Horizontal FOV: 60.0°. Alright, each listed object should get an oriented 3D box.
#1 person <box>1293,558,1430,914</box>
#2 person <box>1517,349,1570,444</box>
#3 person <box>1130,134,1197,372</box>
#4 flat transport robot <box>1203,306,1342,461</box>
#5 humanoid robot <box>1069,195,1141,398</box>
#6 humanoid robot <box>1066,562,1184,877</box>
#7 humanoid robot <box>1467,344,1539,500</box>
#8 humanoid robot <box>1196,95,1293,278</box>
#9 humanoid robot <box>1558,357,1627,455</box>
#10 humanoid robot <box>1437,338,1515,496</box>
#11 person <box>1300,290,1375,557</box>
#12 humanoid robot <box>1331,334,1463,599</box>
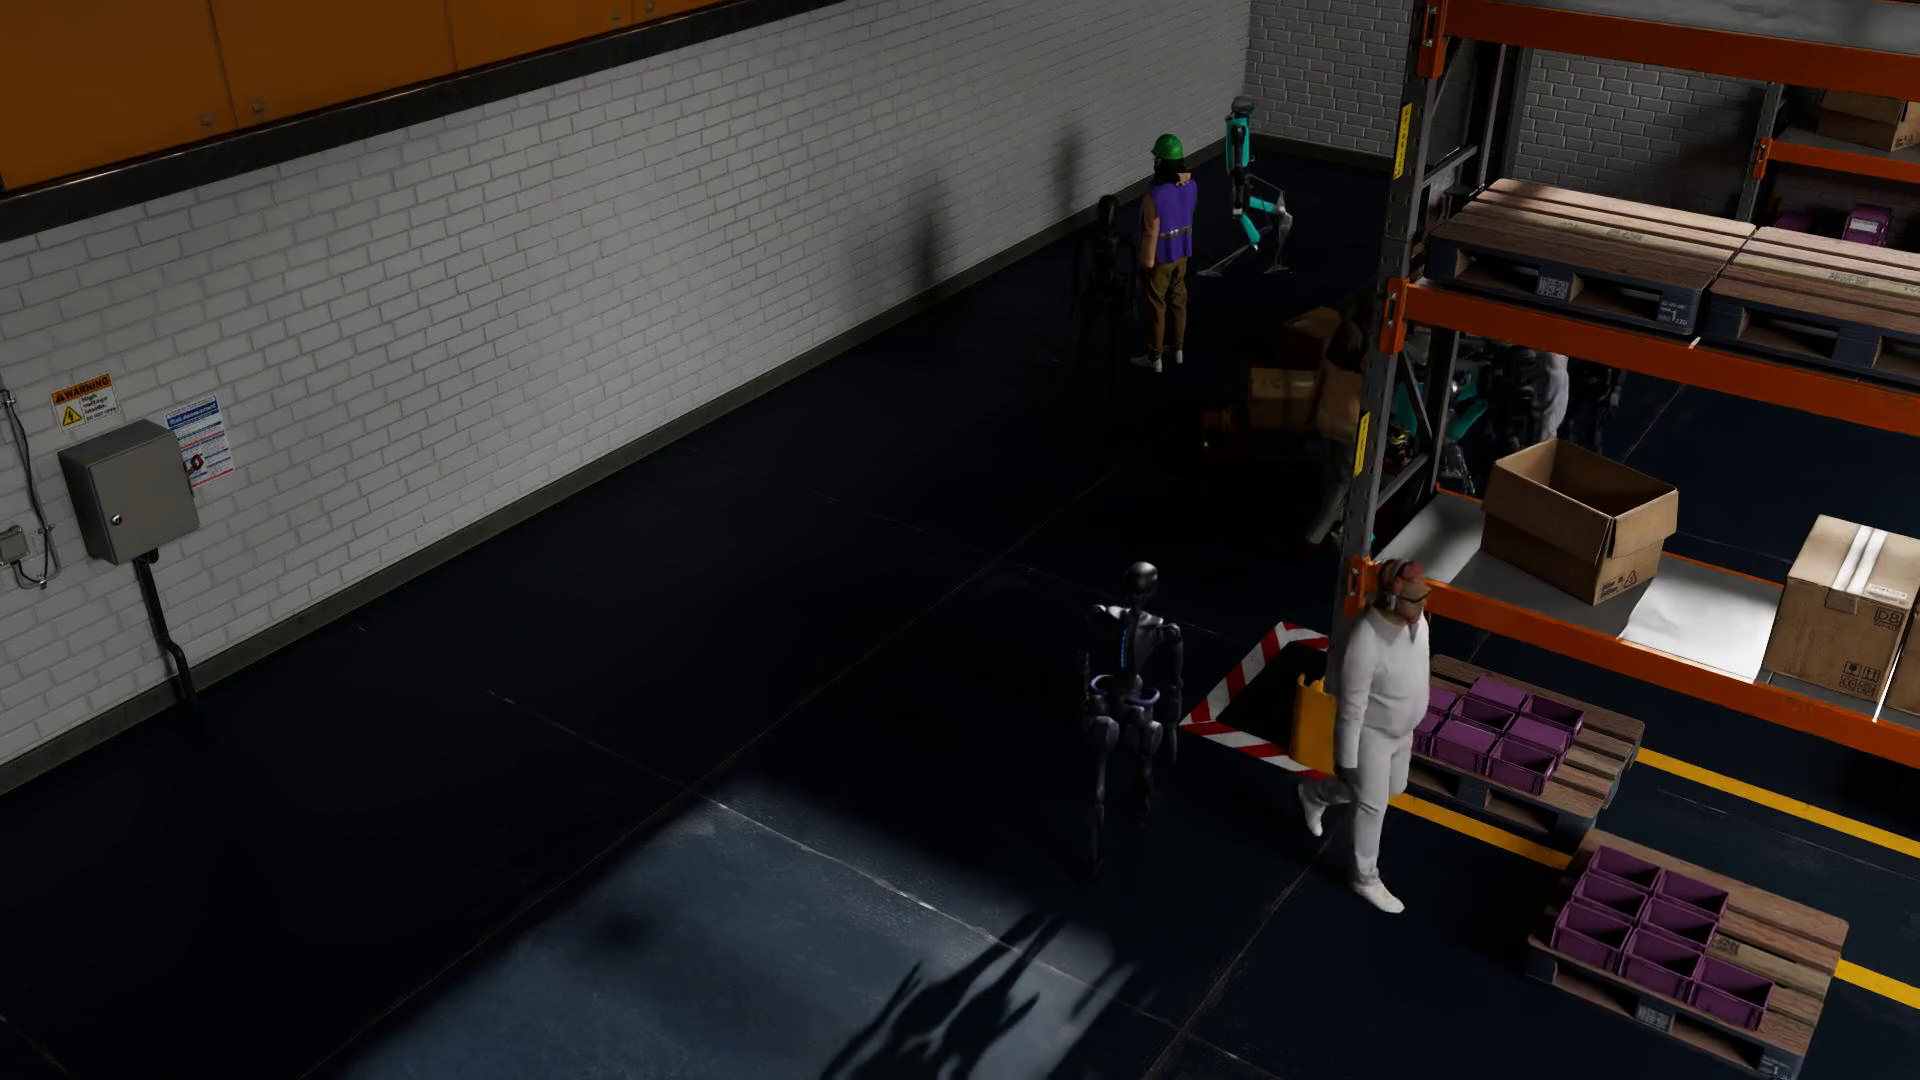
[{"bbox_3d":[1.932,0.871,7.910,0.658,1.892,0.645,23,37,34],"label":"person"},{"bbox_3d":[3.799,-0.750,10.867,0.383,1.730,0.611,-1,30,-1],"label":"person"},{"bbox_3d":[1.647,-2.294,13.356,0.541,1.930,0.419,-23,37,-34],"label":"person"},{"bbox_3d":[2.543,-0.794,12.417,1.431,0.231,0.659,4,30,7],"label":"flat transport robot"},{"bbox_3d":[1.130,-1.885,12.914,0.590,1.648,0.335,11,32,18],"label":"humanoid robot"},{"bbox_3d":[0.797,0.844,8.207,0.602,1.624,0.777,13,33,22],"label":"humanoid robot"},{"bbox_3d":[3.399,-0.441,10.434,0.648,1.667,0.588,-8,31,-13],"label":"humanoid robot"},{"bbox_3d":[2.718,-3.123,15.041,1.044,1.760,0.550,3,30,5],"label":"humanoid robot"},{"bbox_3d":[4.424,-1.134,11.595,0.340,1.655,0.597,-14,33,-23],"label":"humanoid robot"},{"bbox_3d":[3.502,-1.127,11.563,0.714,1.834,0.548,8,31,14],"label":"humanoid robot"},{"bbox_3d":[2.504,-0.759,10.795,0.767,1.841,0.625,-20,35,-31],"label":"person"},{"bbox_3d":[2.583,-0.365,10.214,0.745,1.786,0.531,-13,32,-21],"label":"humanoid robot"}]
